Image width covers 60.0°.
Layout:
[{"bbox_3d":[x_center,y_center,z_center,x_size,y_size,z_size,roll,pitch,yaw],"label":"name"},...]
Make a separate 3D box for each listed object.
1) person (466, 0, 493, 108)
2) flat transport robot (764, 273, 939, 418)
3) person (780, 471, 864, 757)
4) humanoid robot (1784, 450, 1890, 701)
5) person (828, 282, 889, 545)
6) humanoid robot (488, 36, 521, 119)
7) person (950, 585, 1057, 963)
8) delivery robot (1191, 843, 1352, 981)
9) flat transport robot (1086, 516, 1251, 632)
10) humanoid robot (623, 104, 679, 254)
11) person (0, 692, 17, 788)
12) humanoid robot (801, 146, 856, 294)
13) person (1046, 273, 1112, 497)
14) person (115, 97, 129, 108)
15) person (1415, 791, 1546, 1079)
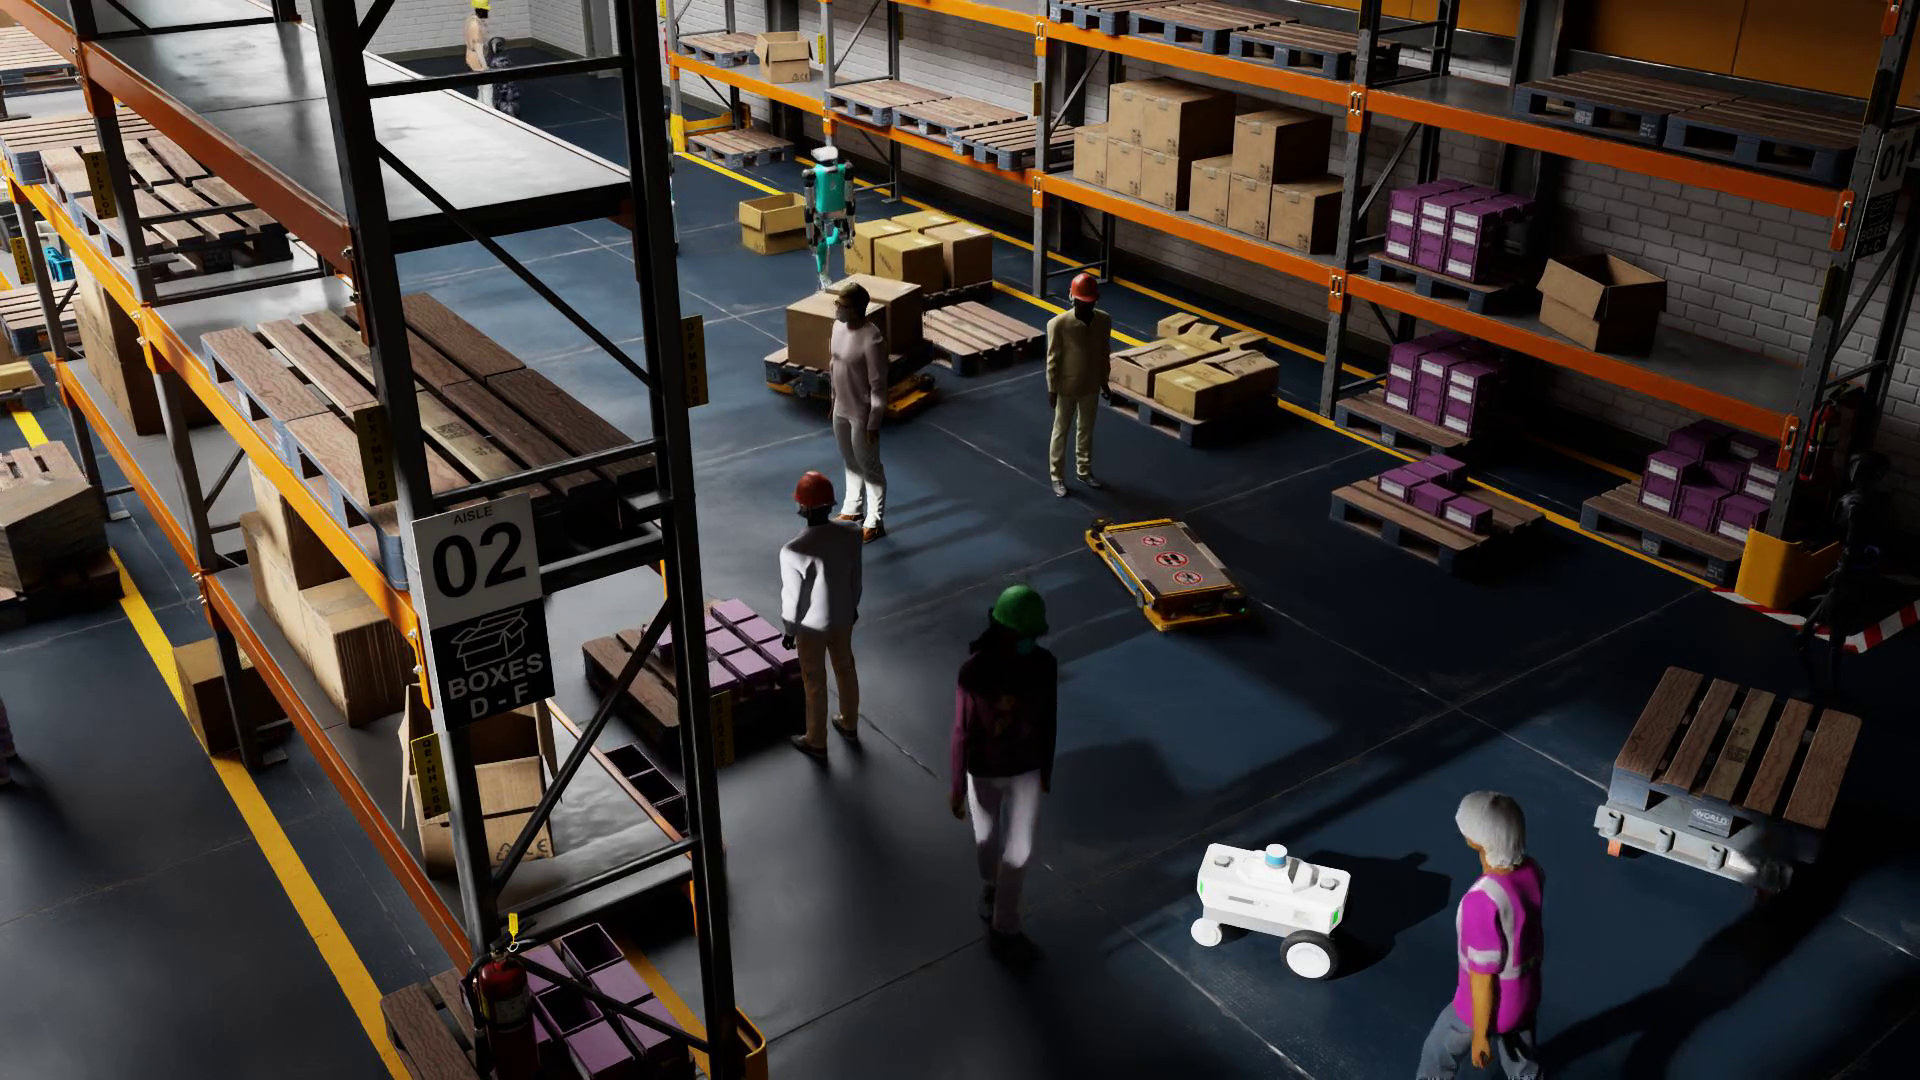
[{"bbox_3d":[-6.818,-6.852,23.800,0.458,1.903,0.623,-4,27,-8],"label":"person"},{"bbox_3d":[-0.965,-1.396,14.763,1.431,0.231,0.659,15,31,28],"label":"flat transport robot"},{"bbox_3d":[-0.793,0.419,9.499,0.560,1.751,0.323,-23,35,-38],"label":"person"},{"bbox_3d":[5.307,0.229,9.964,0.369,1.643,0.608,16,31,29],"label":"humanoid robot"},{"bbox_3d":[-0.743,-0.913,11.947,0.373,1.940,0.629,-18,32,-32],"label":"person"},{"bbox_3d":[-5.983,-5.805,21.968,0.344,1.649,0.589,-18,32,-32],"label":"humanoid robot"},{"bbox_3d":[0.201,1.087,7.987,0.559,1.916,0.648,-4,27,-7],"label":"person"},{"bbox_3d":[1.541,1.767,8.158,0.802,0.598,0.499,9,28,18],"label":"delivery robot"},{"bbox_3d":[1.429,0.196,11.597,0.659,0.231,1.431,-8,28,-15],"label":"flat transport robot"},{"bbox_3d":[-3.341,-4.032,18.402,0.544,1.770,0.957,-10,28,-19],"label":"humanoid robot"},{"bbox_3d":[-5.608,0.518,9.136,0.403,1.907,0.642,-8,28,-15],"label":"person"},{"bbox_3d":[-1.351,-3.080,16.490,0.558,1.731,1.022,-13,29,-23],"label":"humanoid robot"},{"bbox_3d":[0.918,-1.192,12.703,0.560,1.752,0.326,-13,29,-23],"label":"person"},{"bbox_3d":[-10.617,-5.502,21.013,0.379,1.994,0.610,-18,32,-32],"label":"person"},{"bbox_3d":[2.165,1.822,6.686,0.542,1.786,0.824,-21,33,-36],"label":"person"}]
